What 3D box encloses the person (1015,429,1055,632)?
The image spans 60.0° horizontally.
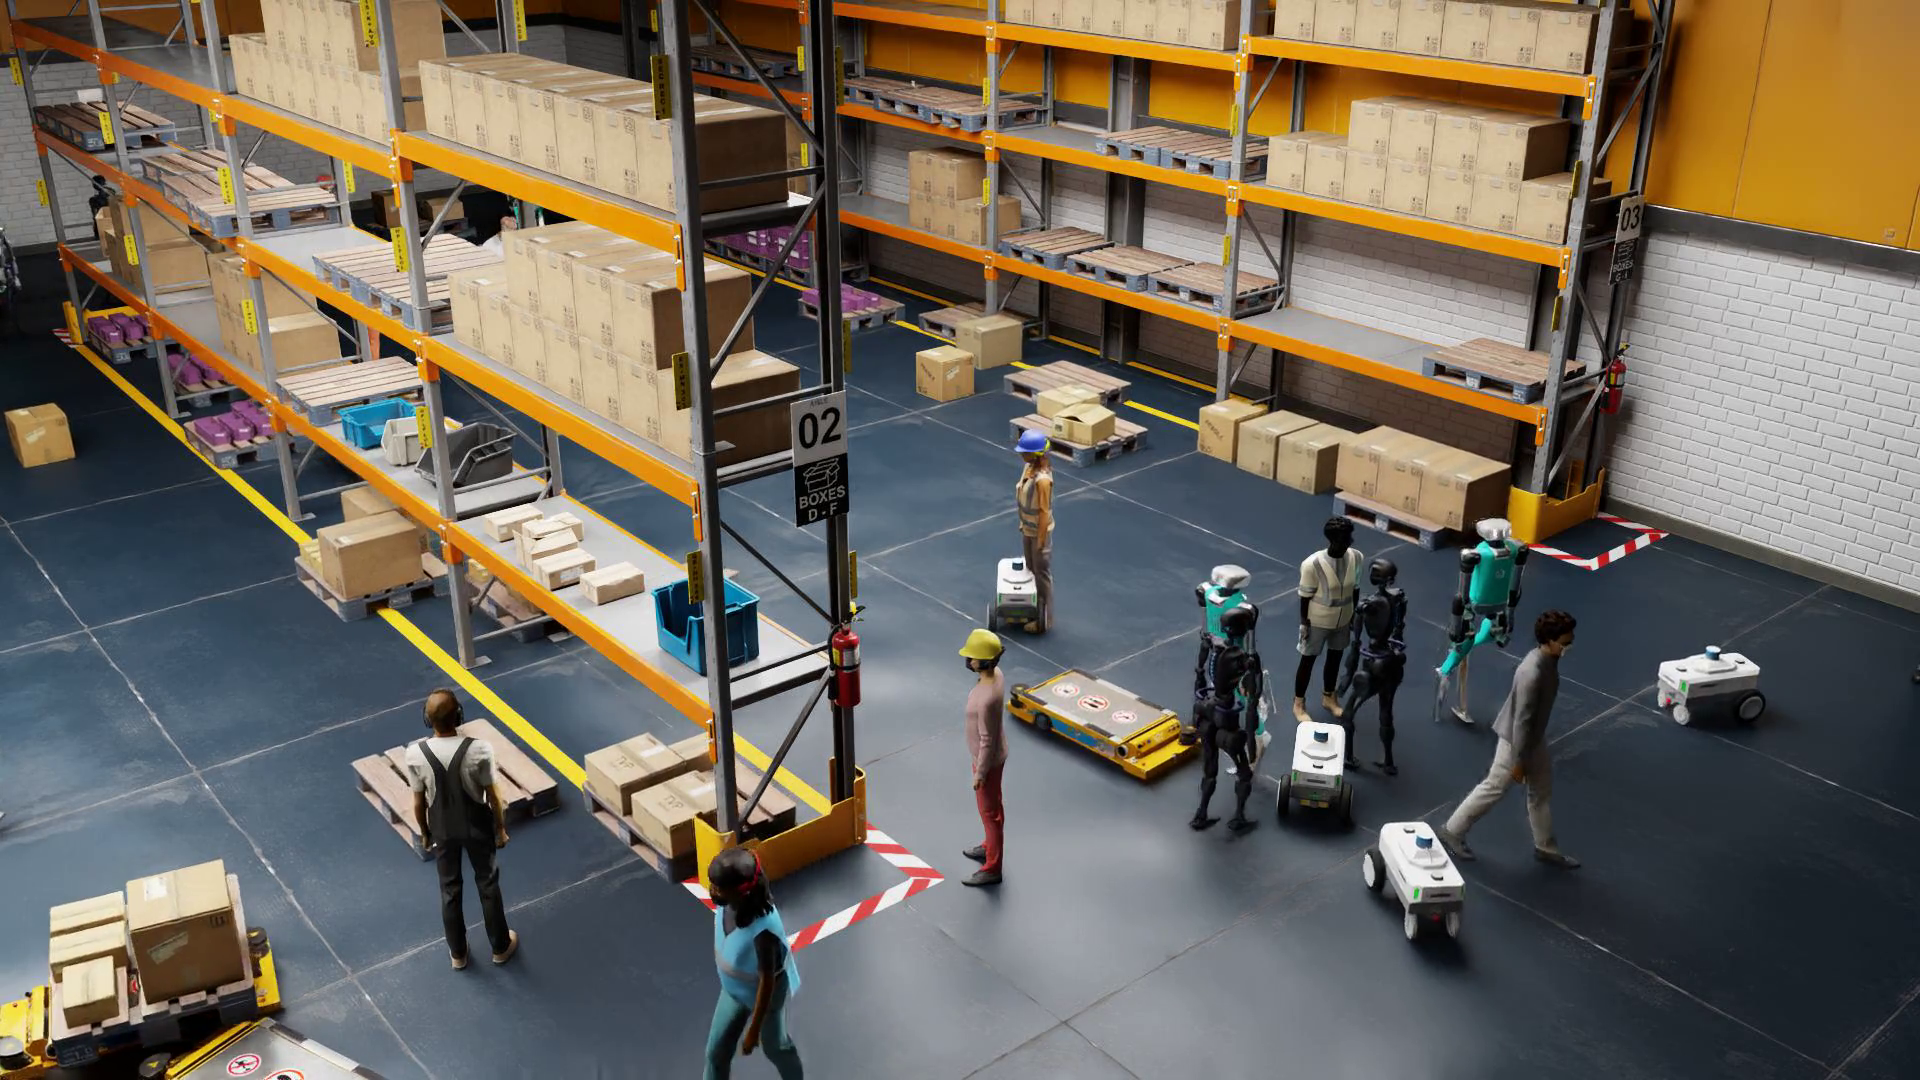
[{"bbox_3d":[0.614,-0.089,13.959,0.338,1.770,0.464,-6,24,-15],"label":"person"}]

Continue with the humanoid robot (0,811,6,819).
[{"bbox_3d":[-6.551,1.259,10.890,0.563,1.760,0.906,3,24,7],"label":"humanoid robot"}]

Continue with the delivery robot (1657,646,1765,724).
[{"bbox_3d":[5.751,1.101,12.755,0.784,0.613,0.519,-6,24,-13],"label":"delivery robot"}]

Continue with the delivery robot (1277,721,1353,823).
[{"bbox_3d":[2.500,1.577,11.613,0.499,0.581,0.774,6,24,13],"label":"delivery robot"}]

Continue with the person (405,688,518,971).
[{"bbox_3d":[-2.915,1.694,9.734,0.505,1.846,0.346,-3,24,-7],"label":"person"}]

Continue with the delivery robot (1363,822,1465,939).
[{"bbox_3d":[2.884,2.082,10.429,0.499,0.569,0.749,-2,23,-4],"label":"delivery robot"}]

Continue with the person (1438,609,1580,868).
[{"bbox_3d":[3.601,1.272,10.713,0.867,1.864,0.584,14,27,29],"label":"person"}]

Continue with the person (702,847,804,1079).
[{"bbox_3d":[-1.130,2.321,8.299,0.917,1.826,0.529,-20,30,-38],"label":"person"}]

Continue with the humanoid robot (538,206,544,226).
[{"bbox_3d":[-6.832,-5.516,26.552,0.530,1.753,0.814,-7,24,-16],"label":"humanoid robot"}]

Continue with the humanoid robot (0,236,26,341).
[{"bbox_3d":[-12.587,-3.425,21.796,0.593,1.654,0.387,3,24,7],"label":"humanoid robot"}]

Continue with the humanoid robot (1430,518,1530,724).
[{"bbox_3d":[3.781,0.644,12.426,0.543,1.889,0.730,-6,24,-14],"label":"humanoid robot"}]

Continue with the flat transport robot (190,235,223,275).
[{"bbox_3d":[-10.843,-3.359,23.423,1.431,0.231,0.659,6,24,13],"label":"flat transport robot"}]

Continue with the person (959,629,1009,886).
[{"bbox_3d":[0.150,1.371,10.580,0.313,1.768,0.524,1,23,3],"label":"person"}]

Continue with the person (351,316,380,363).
[{"bbox_3d":[-7.176,-2.727,20.081,0.497,1.759,0.332,14,27,30],"label":"person"}]

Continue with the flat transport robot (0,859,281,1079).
[{"bbox_3d":[-4.690,2.644,9.521,1.431,0.231,0.659,-11,26,-24],"label":"flat transport robot"}]

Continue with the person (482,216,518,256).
[{"bbox_3d":[-5.723,-3.174,21.006,0.649,1.839,1.030,-15,28,-31],"label":"person"}]

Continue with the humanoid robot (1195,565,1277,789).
[{"bbox_3d":[2.024,0.987,11.626,0.800,1.869,0.535,-15,28,-32],"label":"humanoid robot"}]

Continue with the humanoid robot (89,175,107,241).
[{"bbox_3d":[-12.396,-4.486,24.289,0.454,1.658,0.603,7,24,16],"label":"humanoid robot"}]

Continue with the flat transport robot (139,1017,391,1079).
[{"bbox_3d":[-3.636,2.947,8.819,1.431,0.231,0.659,13,27,28],"label":"flat transport robot"}]

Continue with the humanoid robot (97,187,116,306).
[{"bbox_3d":[-12.059,-4.170,23.595,0.599,1.650,0.733,13,27,28],"label":"humanoid robot"}]

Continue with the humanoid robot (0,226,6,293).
[{"bbox_3d":[-12.681,-3.281,21.513,0.541,1.864,0.817,6,24,14],"label":"humanoid robot"}]

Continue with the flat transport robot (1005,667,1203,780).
[{"bbox_3d":[1.070,1.351,12.515,0.659,0.231,1.431,-21,31,-39],"label":"flat transport robot"}]

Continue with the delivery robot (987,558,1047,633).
[{"bbox_3d":[0.490,0.455,14.238,0.499,0.601,0.798,1,23,2],"label":"delivery robot"}]

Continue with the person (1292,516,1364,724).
[{"bbox_3d":[2.758,0.595,12.475,0.534,1.692,0.320,-9,25,-20],"label":"person"}]

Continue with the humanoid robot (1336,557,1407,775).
[{"bbox_3d":[2.947,0.901,11.793,0.590,1.649,0.480,-18,29,-35],"label":"humanoid robot"}]

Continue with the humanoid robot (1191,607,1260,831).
[{"bbox_3d":[1.768,1.186,11.124,0.356,1.648,0.608,-15,28,-32],"label":"humanoid robot"}]

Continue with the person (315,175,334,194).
[{"bbox_3d":[-8.962,-4.478,24.199,0.785,1.709,0.595,-8,25,-18],"label":"person"}]

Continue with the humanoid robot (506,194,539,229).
[{"bbox_3d":[-6.862,-5.238,26.010,0.542,1.846,0.731,-2,23,-3],"label":"humanoid robot"}]

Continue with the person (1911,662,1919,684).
[{"bbox_3d":[7.821,0.263,12.951,0.546,1.926,0.388,13,26,27],"label":"person"}]
